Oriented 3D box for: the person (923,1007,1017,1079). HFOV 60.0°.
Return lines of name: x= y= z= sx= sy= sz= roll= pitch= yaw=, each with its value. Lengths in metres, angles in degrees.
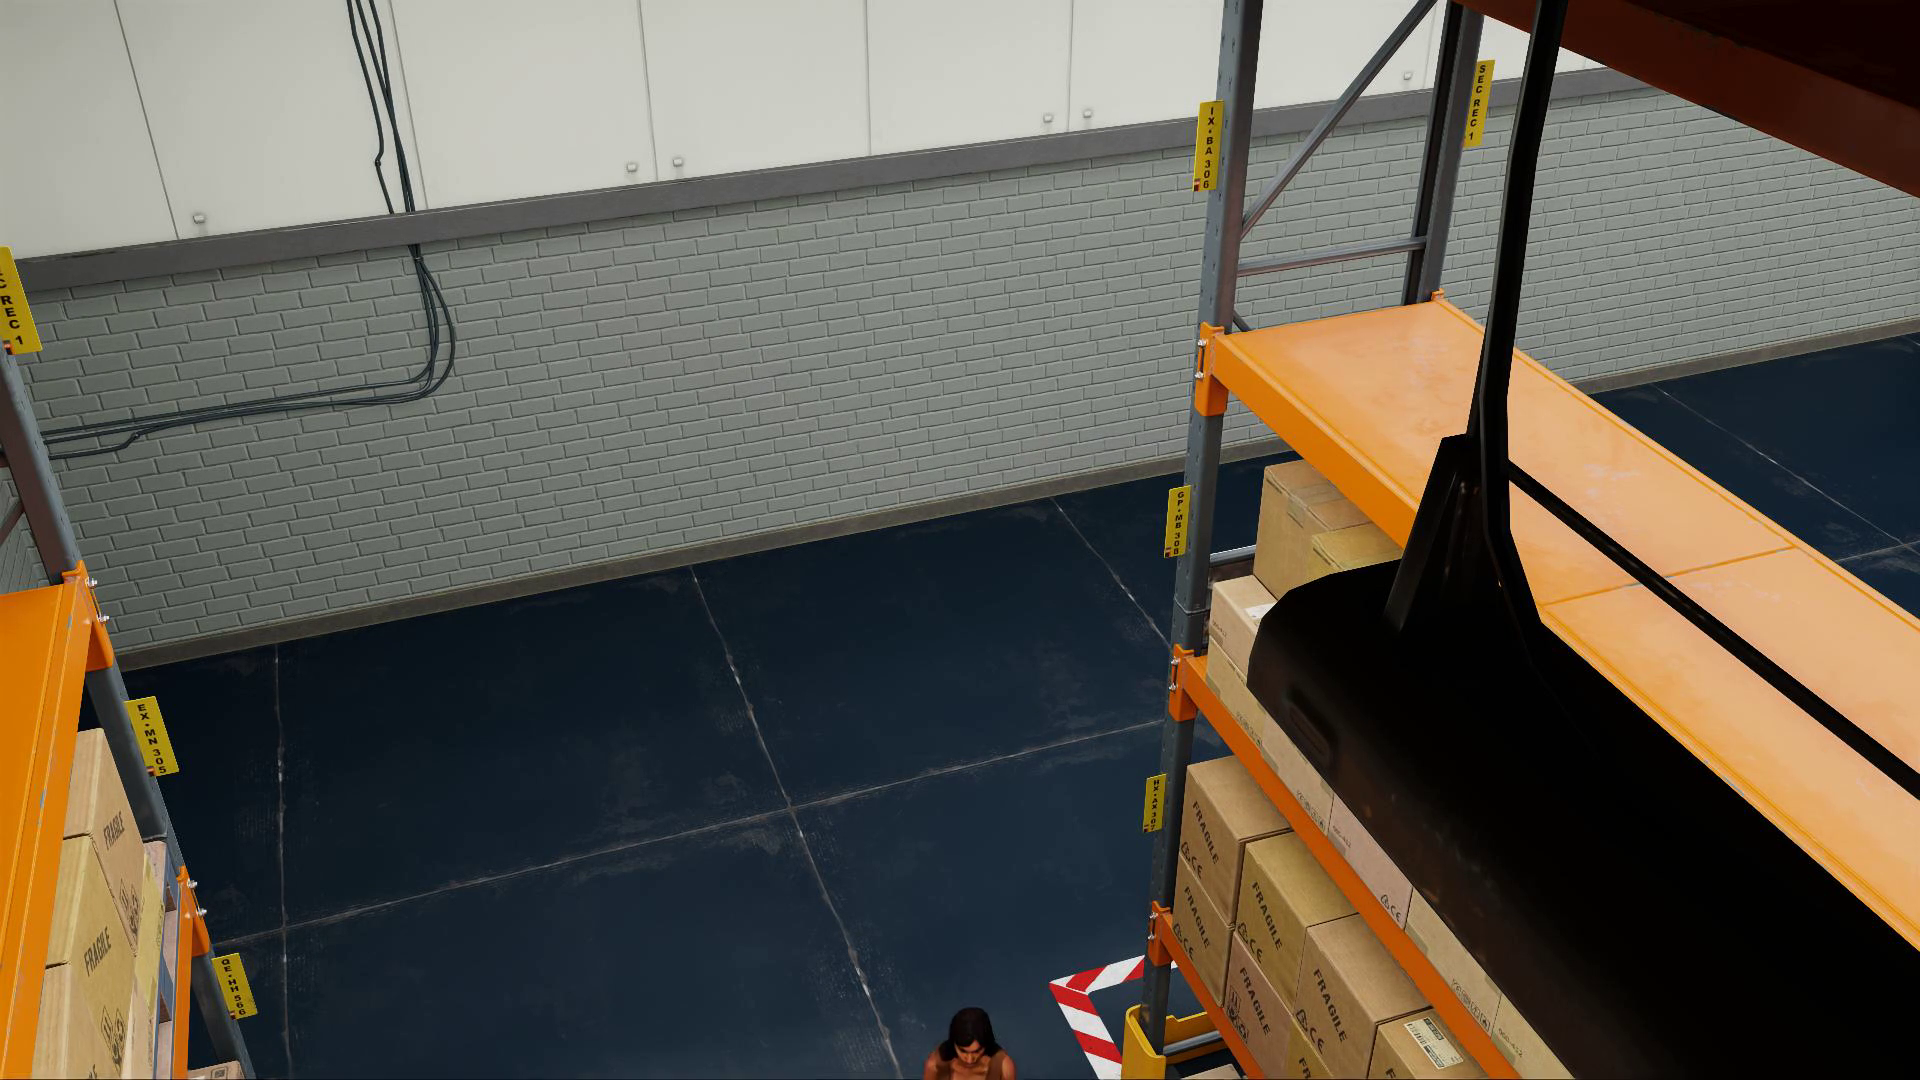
person: x=0.048 y=2.597 z=7.383 sx=0.729 sy=1.674 sz=0.825 roll=4 pitch=32 yaw=6
